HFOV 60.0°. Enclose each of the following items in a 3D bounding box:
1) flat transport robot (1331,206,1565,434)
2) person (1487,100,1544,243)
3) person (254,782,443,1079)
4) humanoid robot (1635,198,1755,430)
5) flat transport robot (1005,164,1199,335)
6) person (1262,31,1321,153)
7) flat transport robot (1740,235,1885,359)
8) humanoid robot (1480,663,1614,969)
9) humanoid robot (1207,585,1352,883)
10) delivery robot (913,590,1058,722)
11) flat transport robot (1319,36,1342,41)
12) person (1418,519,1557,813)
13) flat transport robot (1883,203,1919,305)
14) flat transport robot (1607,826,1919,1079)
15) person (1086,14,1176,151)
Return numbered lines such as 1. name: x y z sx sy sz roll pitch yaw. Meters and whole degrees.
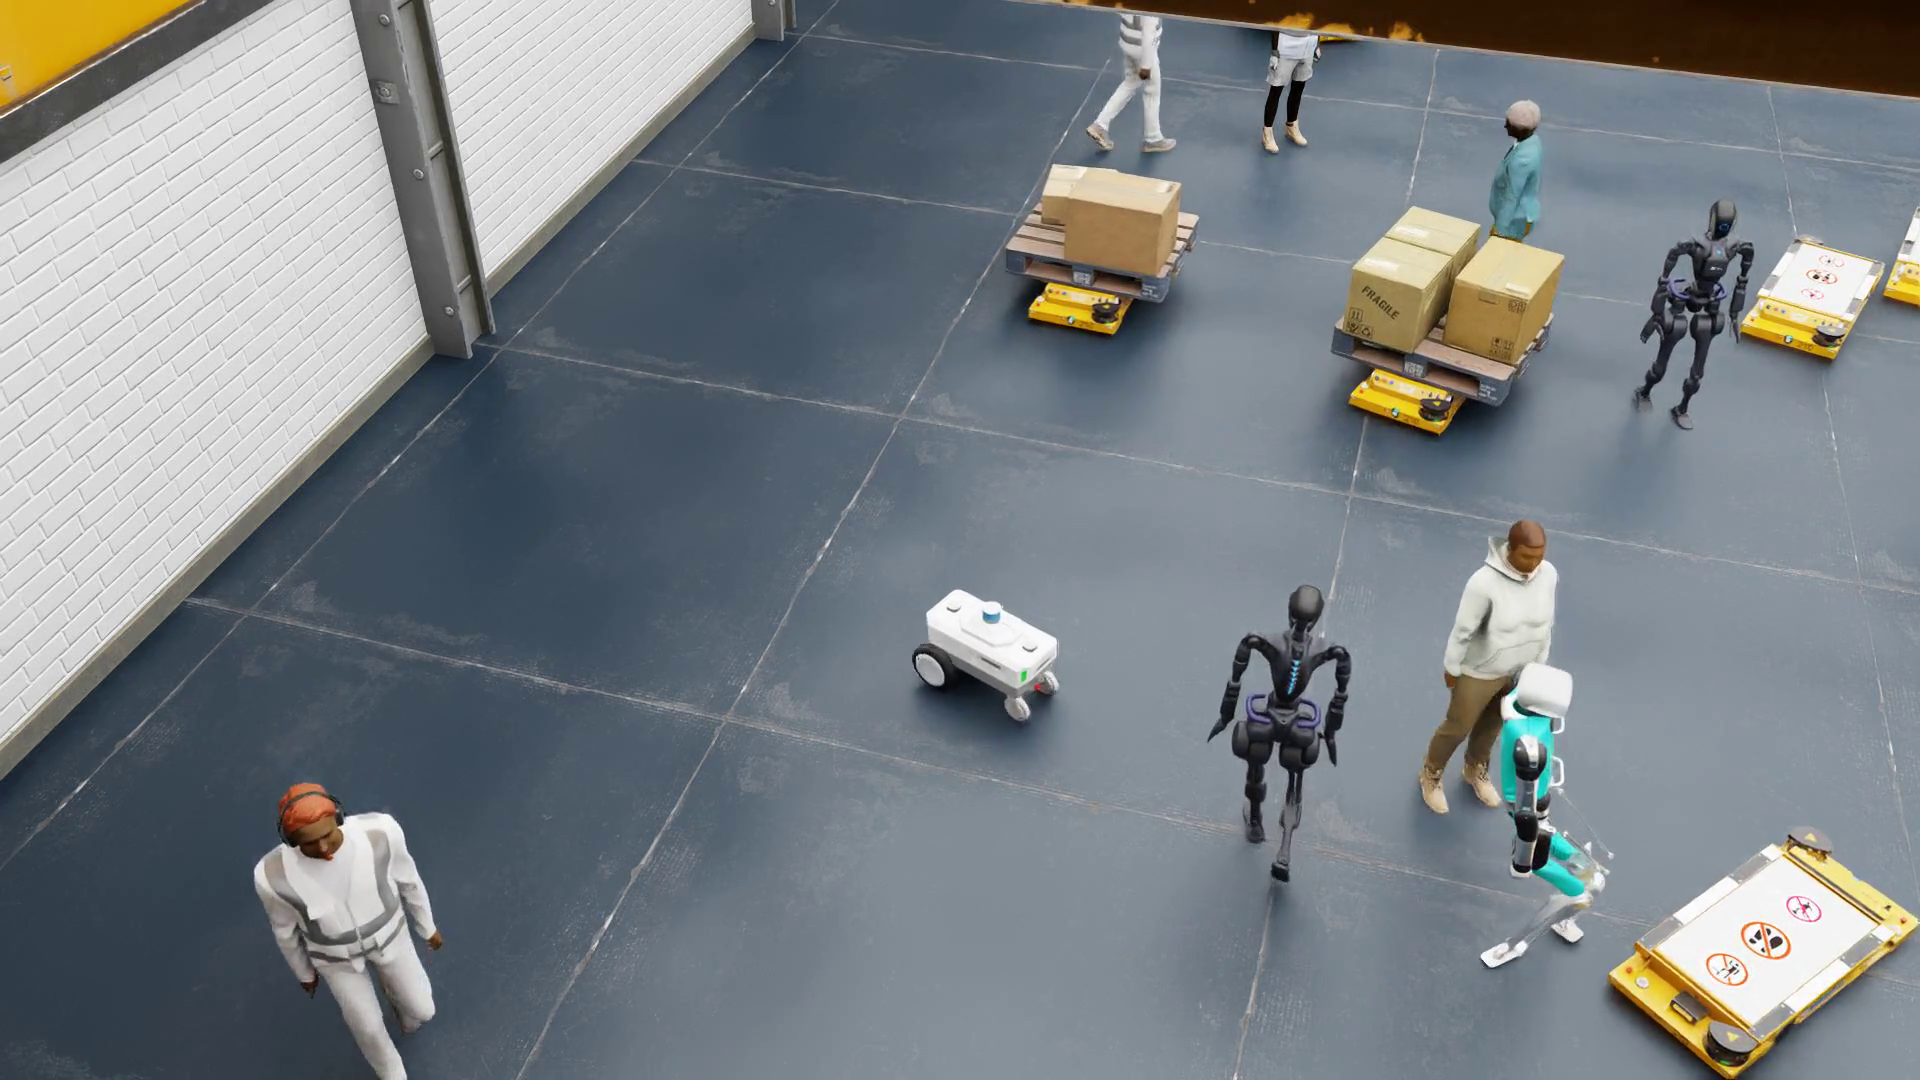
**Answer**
1. flat transport robot: 3.300 -1.239 11.546 0.659 0.231 1.431 23 44 26
2. person: 3.882 -2.223 11.596 0.459 1.731 0.551 15 41 17
3. person: -2.427 1.608 6.729 0.592 1.866 0.526 -20 43 -23
4. humanoid robot: 4.746 -1.491 10.758 0.607 1.657 0.428 3 39 3
5. flat transport robot: 1.059 -2.024 12.522 0.659 0.231 1.431 14 41 17
6. person: 2.810 -4.103 13.968 0.534 1.696 0.318 -17 42 -21
7. flat transport robot: 6.302 -1.807 12.252 0.659 0.231 1.431 24 45 27
8. humanoid robot: 2.666 1.272 7.255 0.870 1.781 0.590 9 40 11
9. humanoid robot: 1.477 0.918 7.758 0.612 1.636 0.610 4 39 5
10. delivery robot: 0.153 0.586 9.053 0.795 0.602 0.499 26 46 29
11. flat transport robot: 3.422 -5.359 16.670 0.659 0.231 1.431 -7 39 -8
12. person: 2.578 0.602 8.070 0.524 1.765 0.393 -11 40 -14
13. flat transport robot: 7.530 -2.148 12.676 0.659 0.231 1.431 22 44 25
14. flat transport robot: 3.730 1.873 7.675 1.431 0.231 0.659 -23 44 -26
15. person: 1.461 -4.091 13.819 0.739 1.870 0.584 -13 41 -16
